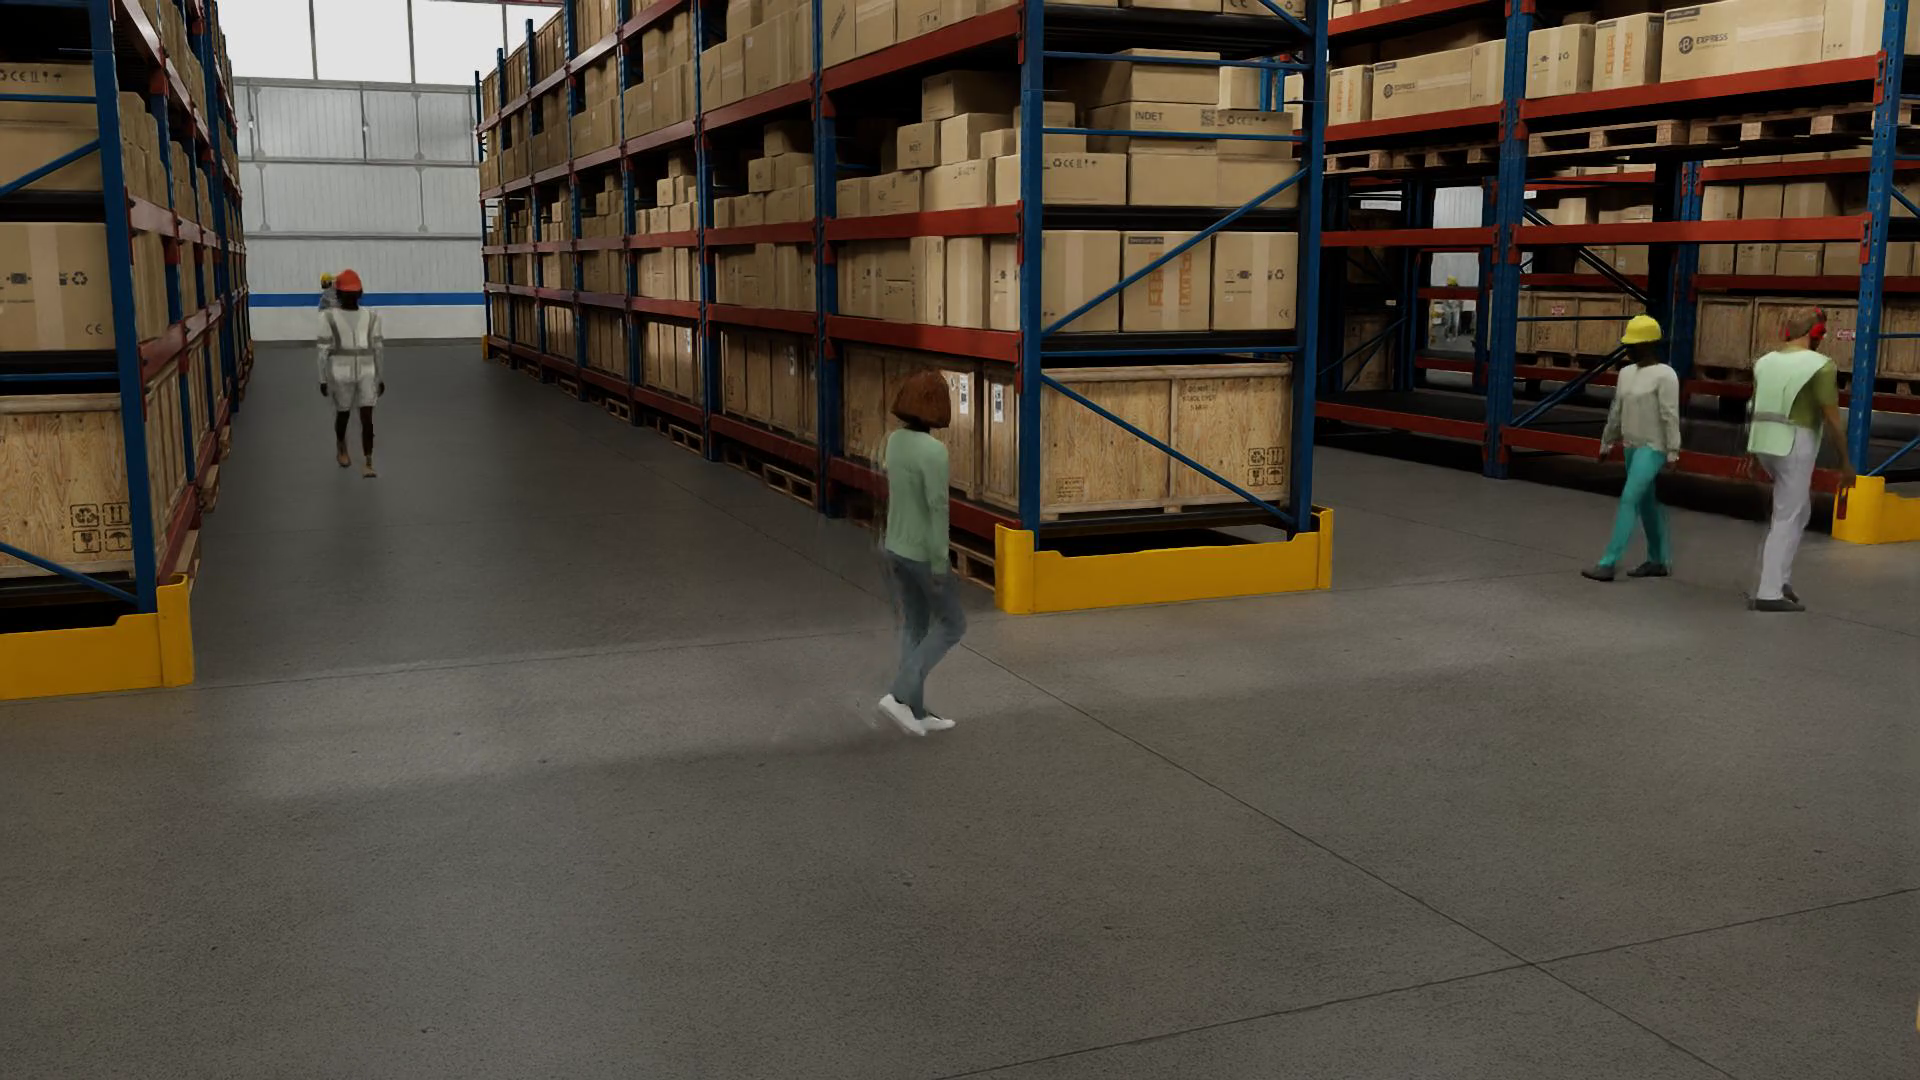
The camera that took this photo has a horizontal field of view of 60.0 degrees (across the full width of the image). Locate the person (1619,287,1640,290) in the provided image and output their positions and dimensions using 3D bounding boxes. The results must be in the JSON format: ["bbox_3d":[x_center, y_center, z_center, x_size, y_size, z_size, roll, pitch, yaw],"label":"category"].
[{"bbox_3d":[16.511,-5.736,41.135,0.411,1.908,0.643,-7,12,-37],"label":"person"}]

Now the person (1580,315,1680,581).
[{"bbox_3d":[4.325,-0.581,10.778,0.835,1.722,0.560,-2,10,-13],"label":"person"}]

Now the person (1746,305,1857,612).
[{"bbox_3d":[4.985,-0.474,9.889,0.559,1.813,0.603,-1,10,-8],"label":"person"}]

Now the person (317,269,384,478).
[{"bbox_3d":[-5.951,-1.633,16.256,0.617,2.020,0.874,-5,11,-29],"label":"person"}]

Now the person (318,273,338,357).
[{"bbox_3d":[-13.940,-4.962,36.718,0.404,1.832,0.600,-5,11,-27],"label":"person"}]

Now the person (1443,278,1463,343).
[{"bbox_3d":[12.842,-5.989,43.343,0.515,1.676,0.912,1,10,8],"label":"person"}]

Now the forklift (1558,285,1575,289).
[{"bbox_3d":[11.579,-4.622,31.550,1.873,2.768,1.129,6,11,34],"label":"forklift"}]

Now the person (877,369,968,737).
[{"bbox_3d":[-0.169,0.070,7.225,0.360,1.621,0.500,-5,11,-30],"label":"person"}]
